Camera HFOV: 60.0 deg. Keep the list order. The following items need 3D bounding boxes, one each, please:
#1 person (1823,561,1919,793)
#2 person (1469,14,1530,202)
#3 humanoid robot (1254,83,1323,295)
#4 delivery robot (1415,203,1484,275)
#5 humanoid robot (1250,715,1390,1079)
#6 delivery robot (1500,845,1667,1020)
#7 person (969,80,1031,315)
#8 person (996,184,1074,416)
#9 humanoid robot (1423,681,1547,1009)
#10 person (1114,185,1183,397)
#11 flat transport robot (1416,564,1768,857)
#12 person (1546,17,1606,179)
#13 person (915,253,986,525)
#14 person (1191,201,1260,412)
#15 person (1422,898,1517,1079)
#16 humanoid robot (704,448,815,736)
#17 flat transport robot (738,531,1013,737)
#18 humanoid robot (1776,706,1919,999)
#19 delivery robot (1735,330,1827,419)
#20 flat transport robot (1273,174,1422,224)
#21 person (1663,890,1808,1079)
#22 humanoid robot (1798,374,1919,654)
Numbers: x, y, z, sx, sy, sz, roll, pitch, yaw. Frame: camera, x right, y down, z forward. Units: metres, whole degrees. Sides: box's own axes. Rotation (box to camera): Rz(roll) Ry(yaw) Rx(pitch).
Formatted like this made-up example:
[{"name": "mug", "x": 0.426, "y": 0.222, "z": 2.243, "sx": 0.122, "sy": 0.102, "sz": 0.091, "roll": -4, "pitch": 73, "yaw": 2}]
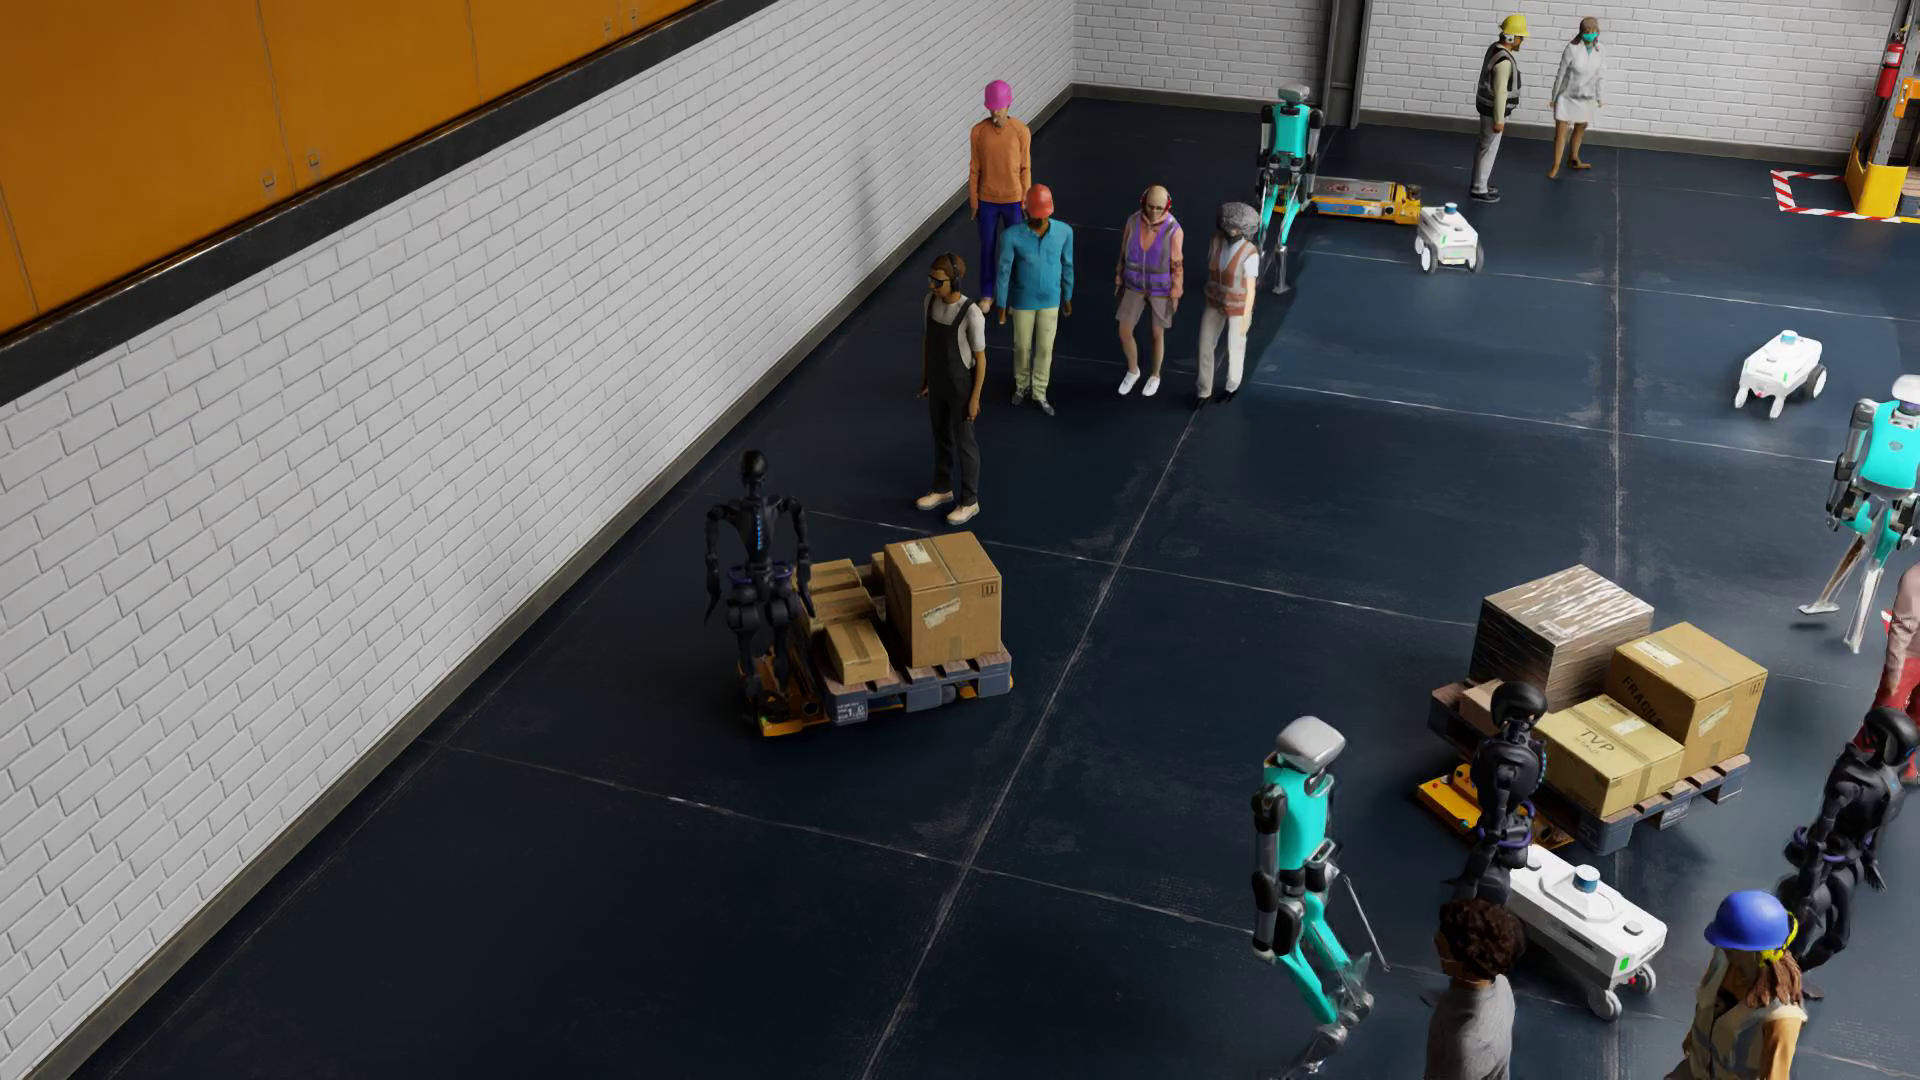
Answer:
[{"name": "person", "x": 4.819, "y": 0.579, "z": 8.213, "sx": 0.645, "sy": 1.718, "sz": 0.322, "roll": -6, "pitch": 31, "yaw": -10}, {"name": "person", "x": 5.253, "y": -4.220, "z": 16.281, "sx": 0.403, "sy": 1.818, "sz": 0.596, "roll": 4, "pitch": 31, "yaw": 6}, {"name": "humanoid robot", "x": 2.704, "y": -2.915, "z": 14.168, "sx": 0.545, "sy": 1.821, "sz": 0.675, "roll": 14, "pitch": 33, "yaw": 23}, {"name": "delivery robot", "x": 4.389, "y": -2.727, "z": 14.991, "sx": 0.499, "sy": 0.604, "sz": 0.808, "roll": -2, "pitch": 31, "yaw": -3}, {"name": "humanoid robot", "x": 1.460, "y": 1.533, "z": 6.572, "sx": 0.665, "sy": 1.797, "sz": 0.542, "roll": 21, "pitch": 36, "yaw": 31}, {"name": "delivery robot", "x": 2.744, "y": 1.702, "z": 7.433, "sx": 0.499, "sy": 0.579, "sz": 0.774, "roll": -21, "pitch": 36, "yaw": -32}, {"name": "person", "x": 0.325, "y": -2.825, "z": 13.755, "sx": 0.517, "sy": 1.974, "sz": 0.398, "roll": 4, "pitch": 31, "yaw": 7}, {"name": "person", "x": 0.552, "y": -1.773, "z": 12.194, "sx": 0.587, "sy": 1.738, "sz": 0.457, "roll": -6, "pitch": 31, "yaw": -10}, {"name": "humanoid robot", "x": 2.240, "y": 1.308, "z": 7.013, "sx": 0.356, "sy": 1.653, "sz": 0.586, "roll": 11, "pitch": 32, "yaw": 18}, {"name": "person", "x": 1.398, "y": -1.836, "z": 12.357, "sx": 0.550, "sy": 1.663, "sz": 0.464, "roll": 15, "pitch": 33, "yaw": 23}, {"name": "flat transport robot", "x": 3.119, "y": 1.222, "z": 8.546, "sx": 1.431, "sy": 0.231, "sz": 0.659, "roll": -16, "pitch": 34, "yaw": -25}, {"name": "person", "x": 6.341, "y": -4.518, "z": 16.976, "sx": 0.637, "sy": 1.634, "sz": 0.453, "roll": -3, "pitch": 31, "yaw": -4}, {"name": "person", "x": -0.061, "y": -0.981, "z": 10.740, "sx": 0.328, "sy": 1.843, "sz": 0.512, "roll": -26, "pitch": 39, "yaw": -37}, {"name": "person", "x": 1.962, "y": -1.705, "z": 12.151, "sx": 0.466, "sy": 1.640, "sz": 0.608, "roll": 21, "pitch": 36, "yaw": 31}, {"name": "person", "x": 1.559, "y": 1.967, "z": 5.708, "sx": 0.936, "sy": 1.856, "sz": 0.524, "roll": 8, "pitch": 31, "yaw": 13}, {"name": "humanoid robot", "x": -1.062, "y": 0.282, "z": 8.762, "sx": 0.593, "sy": 1.649, "sz": 0.319, "roll": -8, "pitch": 31, "yaw": -13}, {"name": "flat transport robot", "x": -0.482, "y": 0.729, "z": 9.386, "sx": 1.431, "sy": 0.231, "sz": 0.659, "roll": -10, "pitch": 32, "yaw": -16}, {"name": "humanoid robot", "x": 3.607, "y": 1.371, "z": 6.902, "sx": 0.608, "sy": 1.644, "sz": 0.321, "roll": -20, "pitch": 36, "yaw": -30}, {"name": "delivery robot", "x": 6.193, "y": -1.289, "z": 12.546, "sx": 0.499, "sy": 0.606, "sz": 0.794, "roll": 26, "pitch": 39, "yaw": 37}, {"name": "flat transport robot", "x": 3.778, "y": -3.343, "z": 16.313, "sx": 1.431, "sy": 0.231, "sz": 0.659, "roll": 8, "pitch": 31, "yaw": 13}, {"name": "person", "x": 2.667, "y": 1.943, "z": 5.856, "sx": 0.639, "sy": 1.735, "sz": 0.564, "roll": -7, "pitch": 31, "yaw": -11}, {"name": "humanoid robot", "x": 5.273, "y": -0.195, "z": 9.514, "sx": 0.536, "sy": 1.791, "sz": 0.789, "roll": 21, "pitch": 36, "yaw": 31}]
